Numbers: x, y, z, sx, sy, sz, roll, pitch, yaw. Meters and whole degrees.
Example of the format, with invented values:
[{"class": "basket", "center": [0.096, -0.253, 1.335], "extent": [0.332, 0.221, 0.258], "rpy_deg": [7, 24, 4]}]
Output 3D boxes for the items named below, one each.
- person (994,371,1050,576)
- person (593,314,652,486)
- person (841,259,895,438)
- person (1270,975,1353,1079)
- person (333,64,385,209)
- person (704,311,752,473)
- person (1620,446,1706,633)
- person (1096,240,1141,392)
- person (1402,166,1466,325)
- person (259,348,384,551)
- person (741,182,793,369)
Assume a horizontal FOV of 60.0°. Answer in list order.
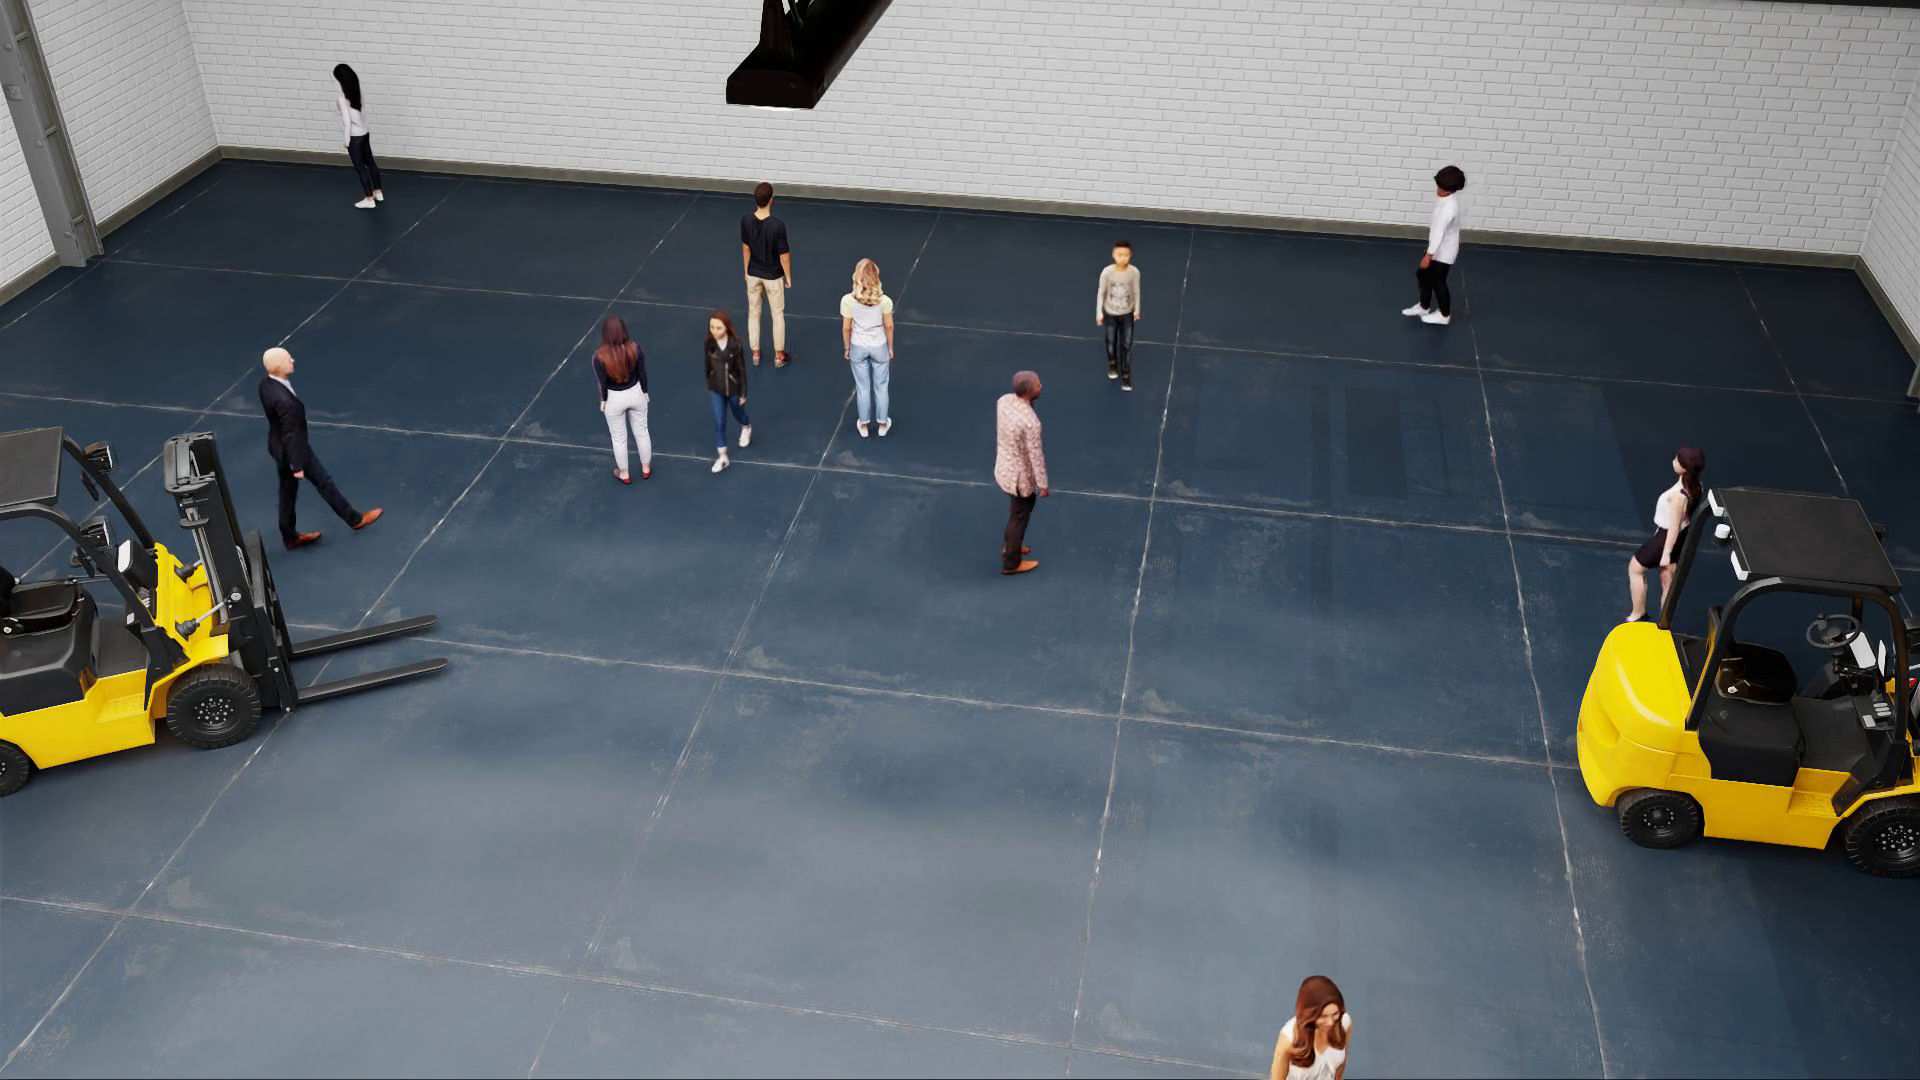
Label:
[{"class": "person", "center": [0.390, -0.504, 13.092], "extent": [0.886, 1.789, 0.791], "rpy_deg": [-15, 37, -22]}, {"class": "person", "center": [-2.898, -1.220, 14.334], "extent": [0.688, 1.605, 0.720], "rpy_deg": [-15, 36, -21]}, {"class": "person", "center": [-0.815, -1.719, 14.979], "extent": [0.670, 1.723, 0.622], "rpy_deg": [-1, 34, -2]}, {"class": "person", "center": [1.650, 2.708, 8.272], "extent": [0.757, 1.775, 0.805], "rpy_deg": [-11, 35, -16]}, {"class": "person", "center": [-7.096, -4.769, 19.588], "extent": [0.666, 1.701, 0.480], "rpy_deg": [6, 34, 9]}, {"class": "person", "center": [-2.029, -1.375, 14.706], "extent": [0.551, 1.453, 0.950], "rpy_deg": [6, 34, 9]}, {"class": "person", "center": [5.362, 0.073, 12.367], "extent": [0.768, 1.630, 0.714], "rpy_deg": [26, 42, 34]}, {"class": "person", "center": [1.522, -2.218, 15.979], "extent": [0.651, 1.447, 0.879], "rpy_deg": [1, 34, 2]}, {"class": "person", "center": [4.915, -2.964, 16.813], "extent": [0.772, 1.766, 0.631], "rpy_deg": [12, 36, 18]}, {"class": "person", "center": [-5.455, -0.691, 13.389], "extent": [1.185, 1.771, 1.109], "rpy_deg": [-23, 40, -30]}, {"class": "person", "center": [-1.893, -2.561, 16.129], "extent": [0.635, 1.851, 0.534], "rpy_deg": [7, 34, 10]}]
